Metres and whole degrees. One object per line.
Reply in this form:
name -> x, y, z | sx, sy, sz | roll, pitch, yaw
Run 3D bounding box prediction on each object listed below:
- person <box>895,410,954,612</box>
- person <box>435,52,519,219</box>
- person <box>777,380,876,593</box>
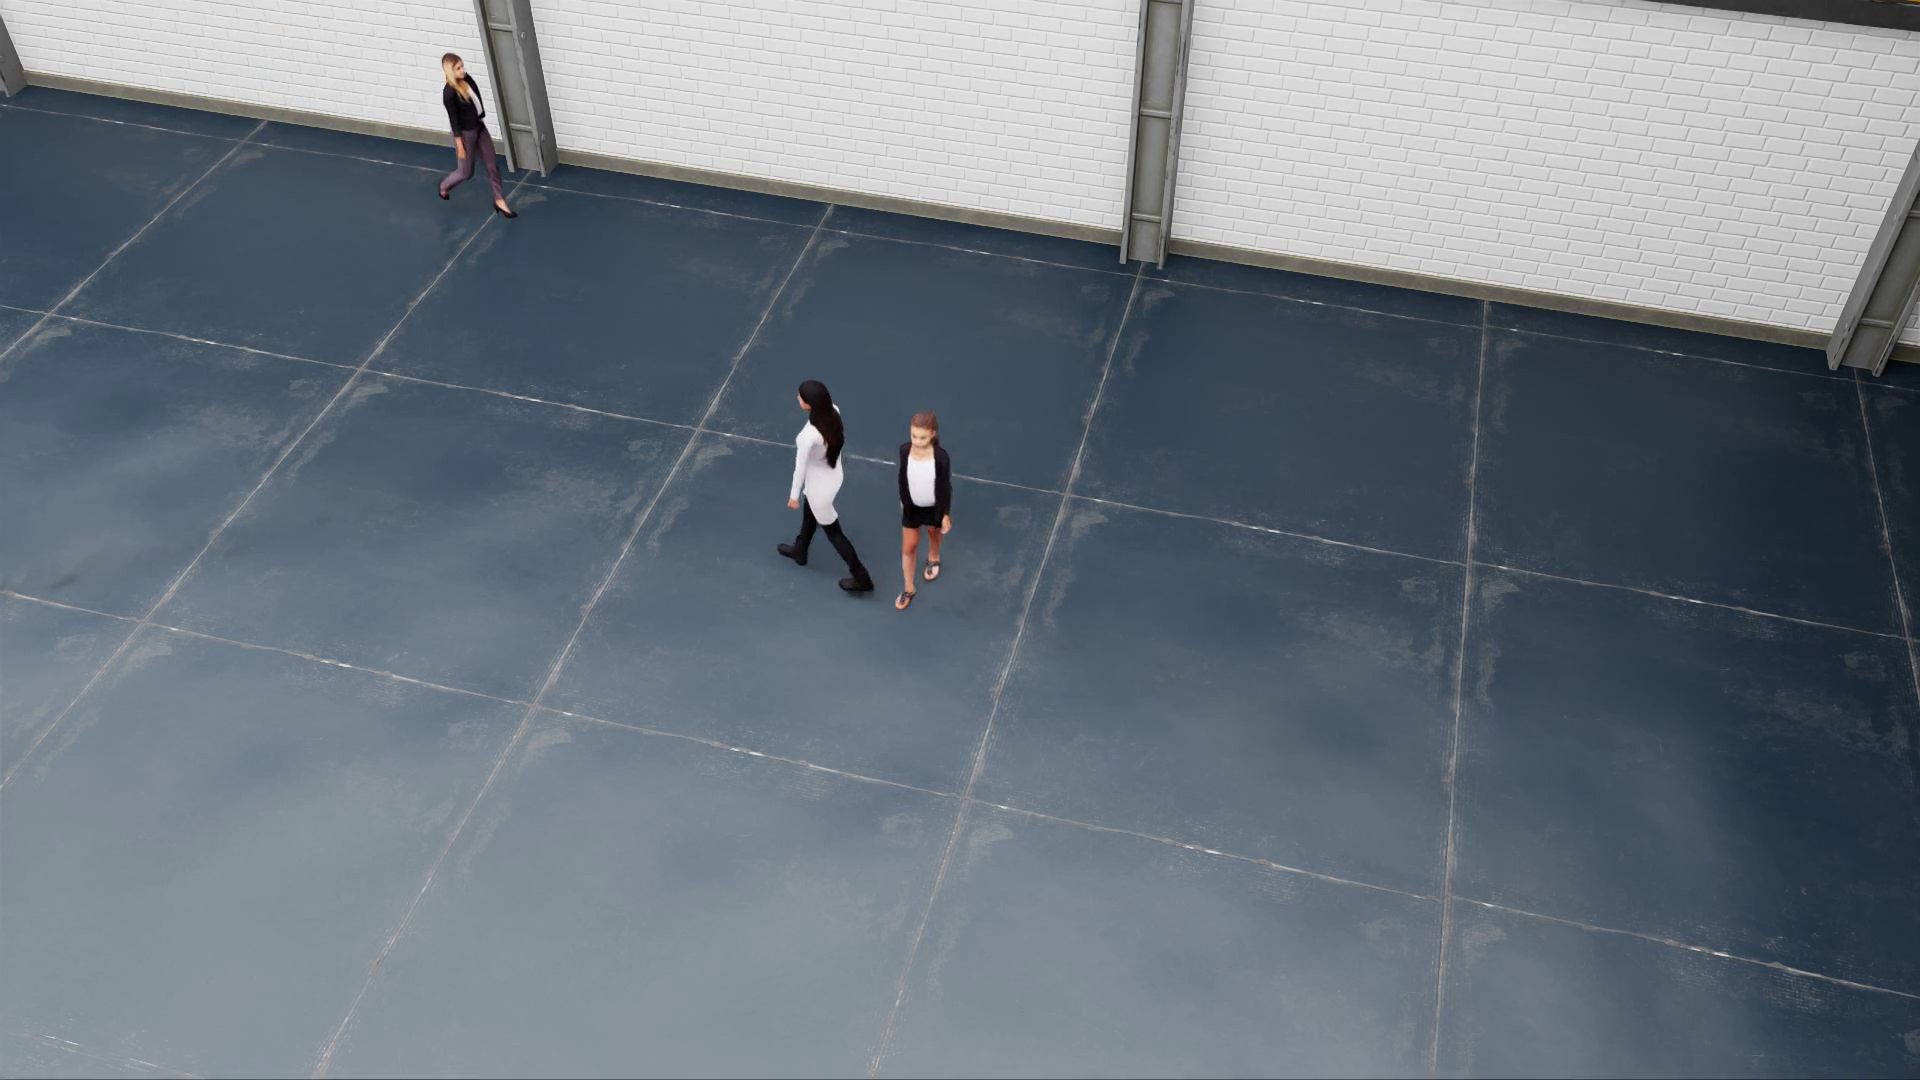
person -> -0.215, -0.316, 11.543 | 0.798, 1.536, 0.621 | 8, 44, 9
person -> -4.479, -3.602, 14.917 | 0.983, 1.640, 0.604 | 10, 45, 11
person -> -0.874, -0.321, 11.379 | 1.102, 1.770, 0.724 | 17, 46, 17
